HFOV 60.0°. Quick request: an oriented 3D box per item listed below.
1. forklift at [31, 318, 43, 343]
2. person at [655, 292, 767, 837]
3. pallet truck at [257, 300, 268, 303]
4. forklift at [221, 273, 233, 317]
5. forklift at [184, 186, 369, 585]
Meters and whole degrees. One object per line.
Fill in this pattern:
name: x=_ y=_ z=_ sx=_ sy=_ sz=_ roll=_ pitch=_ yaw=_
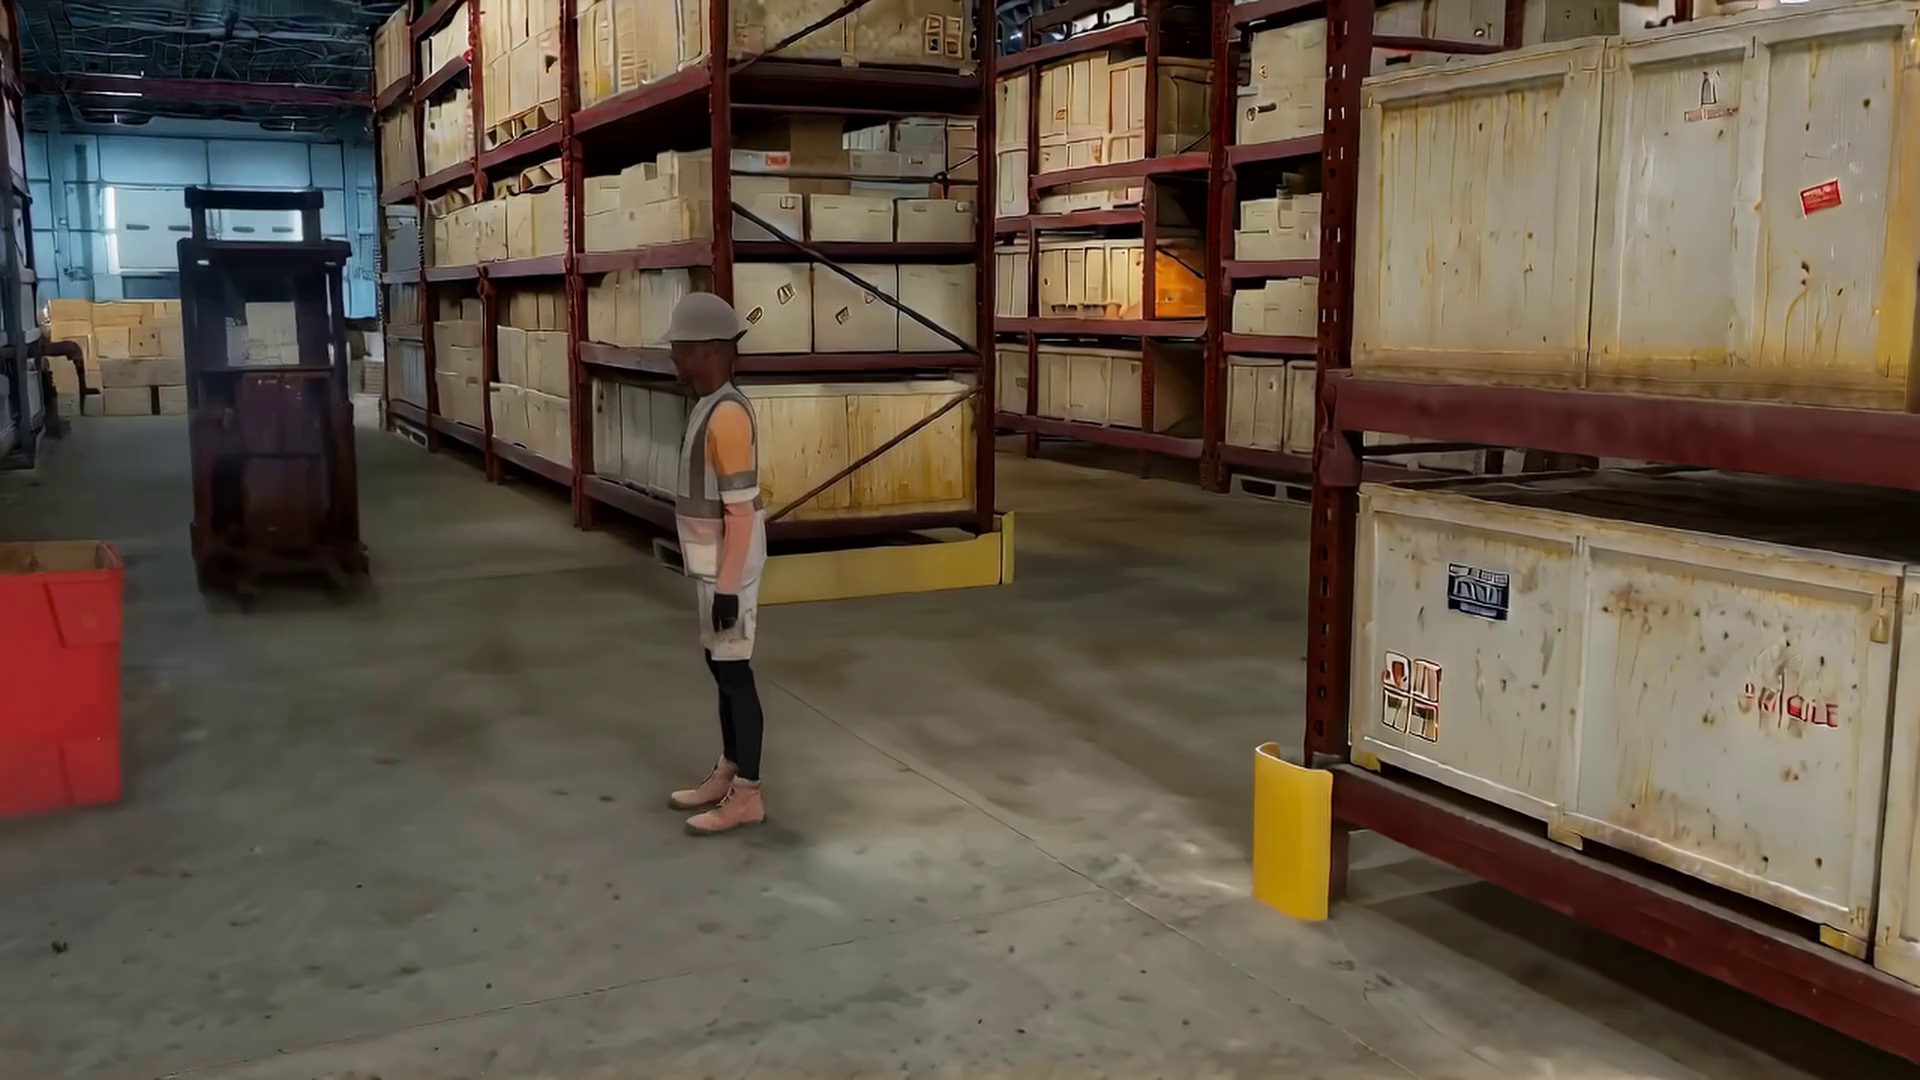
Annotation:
forklift: x=-30.587 y=-7.279 z=54.283 sx=1.129 sy=2.768 sz=1.873 roll=-4 pitch=9 yaw=-26
person: x=-0.932 y=0.096 z=6.294 sx=0.391 sy=2.045 sz=0.608 roll=-2 pitch=9 yaw=-14
pallet truck: x=-23.913 y=-7.404 z=58.171 sx=1.885 sy=1.965 sz=0.823 roll=-1 pitch=8 yaw=-9
forklift: x=-22.637 y=-6.767 z=50.750 sx=1.873 sy=2.768 sz=1.129 roll=5 pitch=9 yaw=29
forklift: x=-5.177 y=-1.204 z=12.388 sx=1.129 sy=2.768 sz=1.873 roll=-4 pitch=9 yaw=-26
